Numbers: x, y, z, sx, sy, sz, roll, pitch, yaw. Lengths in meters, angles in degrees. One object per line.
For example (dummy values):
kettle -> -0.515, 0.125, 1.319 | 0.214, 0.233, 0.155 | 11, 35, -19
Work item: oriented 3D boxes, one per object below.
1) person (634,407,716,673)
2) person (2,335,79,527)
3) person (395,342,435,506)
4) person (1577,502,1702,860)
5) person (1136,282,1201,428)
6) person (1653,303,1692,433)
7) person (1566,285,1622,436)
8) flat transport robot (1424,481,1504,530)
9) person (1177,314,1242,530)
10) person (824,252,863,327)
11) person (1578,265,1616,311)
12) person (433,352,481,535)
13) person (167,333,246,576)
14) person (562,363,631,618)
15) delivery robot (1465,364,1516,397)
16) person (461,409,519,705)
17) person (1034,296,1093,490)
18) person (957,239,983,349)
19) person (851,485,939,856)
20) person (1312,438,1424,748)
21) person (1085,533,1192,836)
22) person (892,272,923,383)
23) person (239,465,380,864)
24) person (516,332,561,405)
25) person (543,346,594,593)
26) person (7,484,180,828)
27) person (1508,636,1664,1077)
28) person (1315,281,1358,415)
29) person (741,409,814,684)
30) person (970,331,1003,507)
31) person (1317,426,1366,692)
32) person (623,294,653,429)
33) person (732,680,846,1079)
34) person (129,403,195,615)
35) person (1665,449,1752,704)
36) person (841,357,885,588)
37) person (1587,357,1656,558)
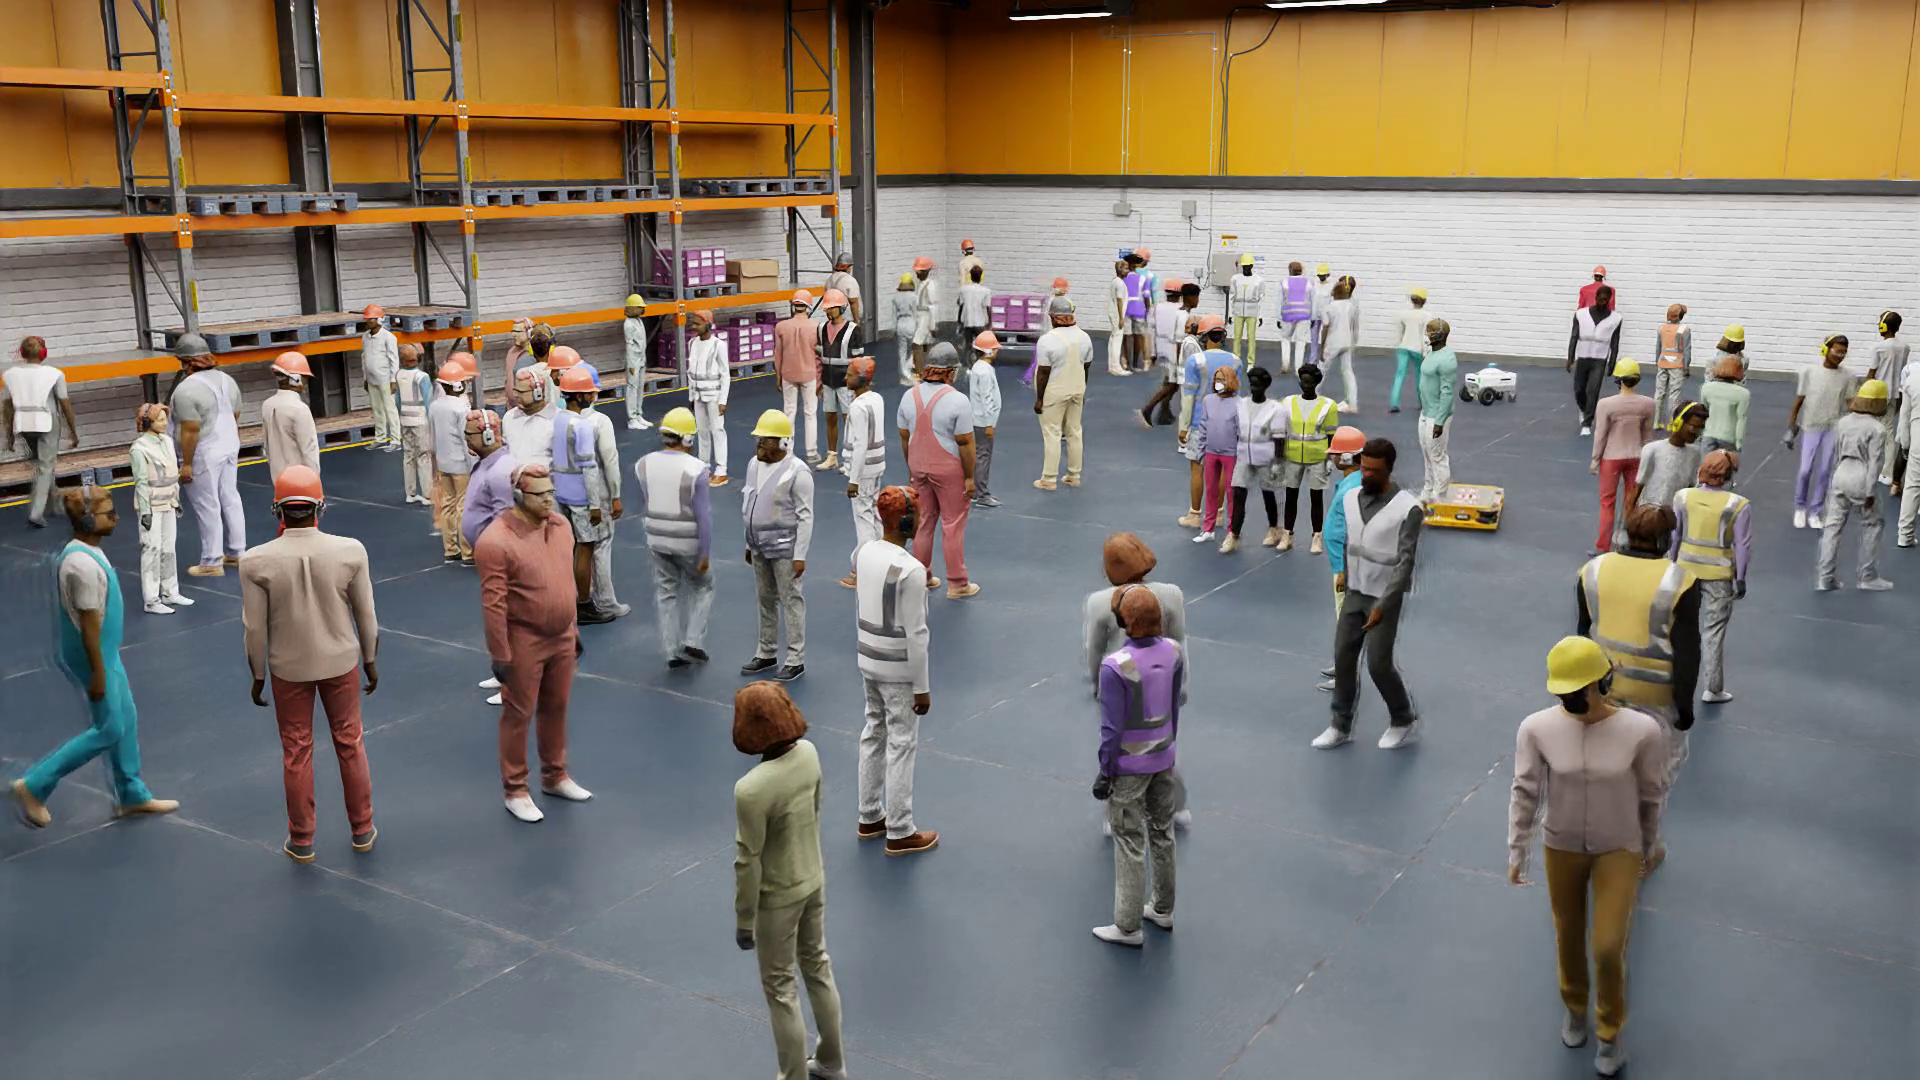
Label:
person -> -1.900, 0.005, 11.278 | 0.589, 1.814, 0.441 | 5, 14, 20
person -> -8.783, -1.041, 15.859 | 0.585, 1.804, 0.960 | 0, 13, 0
person -> -5.444, -1.157, 16.691 | 0.523, 1.645, 0.306 | 9, 16, 33
person -> 3.348, 0.709, 8.189 | 0.521, 1.829, 0.652 | -11, 17, -39
person -> 2.749, -2.316, 21.148 | 0.921, 1.928, 0.651 | -1, 13, -3
person -> 9.063, -2.188, 21.169 | 0.307, 1.644, 0.514 | -7, 15, -27
person -> 8.040, -2.301, 21.117 | 0.614, 1.890, 0.737 | 6, 14, 24
flat transport robot -> 4.928, -0.350, 16.200 | 0.652, 0.197, 1.431 | 5, 14, 20
person -> 2.337, -1.109, 15.660 | 0.612, 2.028, 0.409 | -6, 14, -25
person -> -1.754, -3.431, 25.690 | 0.535, 2.000, 0.680 | -12, 18, -42
person -> 10.244, -3.545, 26.816 | 0.578, 1.748, 0.342 | 4, 14, 16
person -> -4.569, -0.879, 15.358 | 0.716, 1.703, 0.536 | -9, 16, -34
person -> -6.345, -0.720, 13.929 | 0.536, 2.000, 0.688 | 3, 13, 12
person -> -2.811, -0.358, 12.558 | 0.605, 1.950, 0.381 | 6, 14, 26
delivery robot -> 7.569, -2.270, 23.704 | 0.707, 0.478, 0.477 | -5, 14, -22
person -> -2.990, 0.098, 10.703 | 0.395, 1.900, 0.647 | -6, 14, -23
person -> 1.025, -1.554, 17.544 | 0.683, 2.000, 0.538 | -9, 16, -35
person -> 0.168, -4.486, 30.377 | 0.392, 1.990, 0.612 | 12, 18, 42
person -> -0.337, 0.650, 8.348 | 0.346, 1.878, 0.579 | -9, 16, -34
person -> 2.461, 0.335, 9.719 | 0.644, 1.896, 0.609 | -8, 15, -33
person -> 0.941, 0.738, 8.546 | 0.601, 1.612, 0.393 | 0, 13, -1
person -> -0.799, -3.226, 25.482 | 0.490, 1.726, 0.363 | 6, 14, 23
person -> -3.201, 0.614, 8.242 | 0.622, 1.994, 0.381 | -7, 15, -27
person -> -3.868, -1.011, 15.583 | 0.508, 1.865, 0.328 | -3, 13, -14
person -> -3.114, -0.567, 13.383 | 0.405, 1.988, 0.614 | 1, 13, 4
person -> -4.539, 0.623, 8.579 | 0.702, 1.833, 0.515 | -6, 14, -25
person -> 2.385, 1.179, 6.379 | 0.534, 1.718, 0.583 | 6, 14, 25
person -> 5.074, -2.618, 22.718 | 0.605, 1.798, 0.844 | -5, 14, -22
person -> -1.239, 0.038, 11.086 | 0.587, 1.837, 0.403 | 11, 17, 41
person -> 0.263, -1.217, 16.703 | 0.319, 1.755, 0.573 | -2, 13, -8
person -> 2.526, 0.122, 10.910 | 0.335, 1.747, 0.574 | 4, 14, 16
person -> -4.162, -2.297, 21.441 | 0.314, 1.736, 0.485 | 2, 13, 8
person -> -0.650, 1.302, 6.092 | 0.325, 1.623, 0.510 | 7, 15, 26
person -> -6.155, -0.243, 12.764 | 0.320, 1.628, 0.508 | 0, 13, 2
person -> 4.789, 0.232, 10.681 | 0.310, 1.638, 0.523 | -12, 17, -41
person -> -0.787, -0.547, 13.522 | 0.343, 1.881, 0.585 | 3, 13, 13
person -> 5.737, -0.701, 14.442 | 0.525, 1.772, 0.304 | -1, 13, -4
